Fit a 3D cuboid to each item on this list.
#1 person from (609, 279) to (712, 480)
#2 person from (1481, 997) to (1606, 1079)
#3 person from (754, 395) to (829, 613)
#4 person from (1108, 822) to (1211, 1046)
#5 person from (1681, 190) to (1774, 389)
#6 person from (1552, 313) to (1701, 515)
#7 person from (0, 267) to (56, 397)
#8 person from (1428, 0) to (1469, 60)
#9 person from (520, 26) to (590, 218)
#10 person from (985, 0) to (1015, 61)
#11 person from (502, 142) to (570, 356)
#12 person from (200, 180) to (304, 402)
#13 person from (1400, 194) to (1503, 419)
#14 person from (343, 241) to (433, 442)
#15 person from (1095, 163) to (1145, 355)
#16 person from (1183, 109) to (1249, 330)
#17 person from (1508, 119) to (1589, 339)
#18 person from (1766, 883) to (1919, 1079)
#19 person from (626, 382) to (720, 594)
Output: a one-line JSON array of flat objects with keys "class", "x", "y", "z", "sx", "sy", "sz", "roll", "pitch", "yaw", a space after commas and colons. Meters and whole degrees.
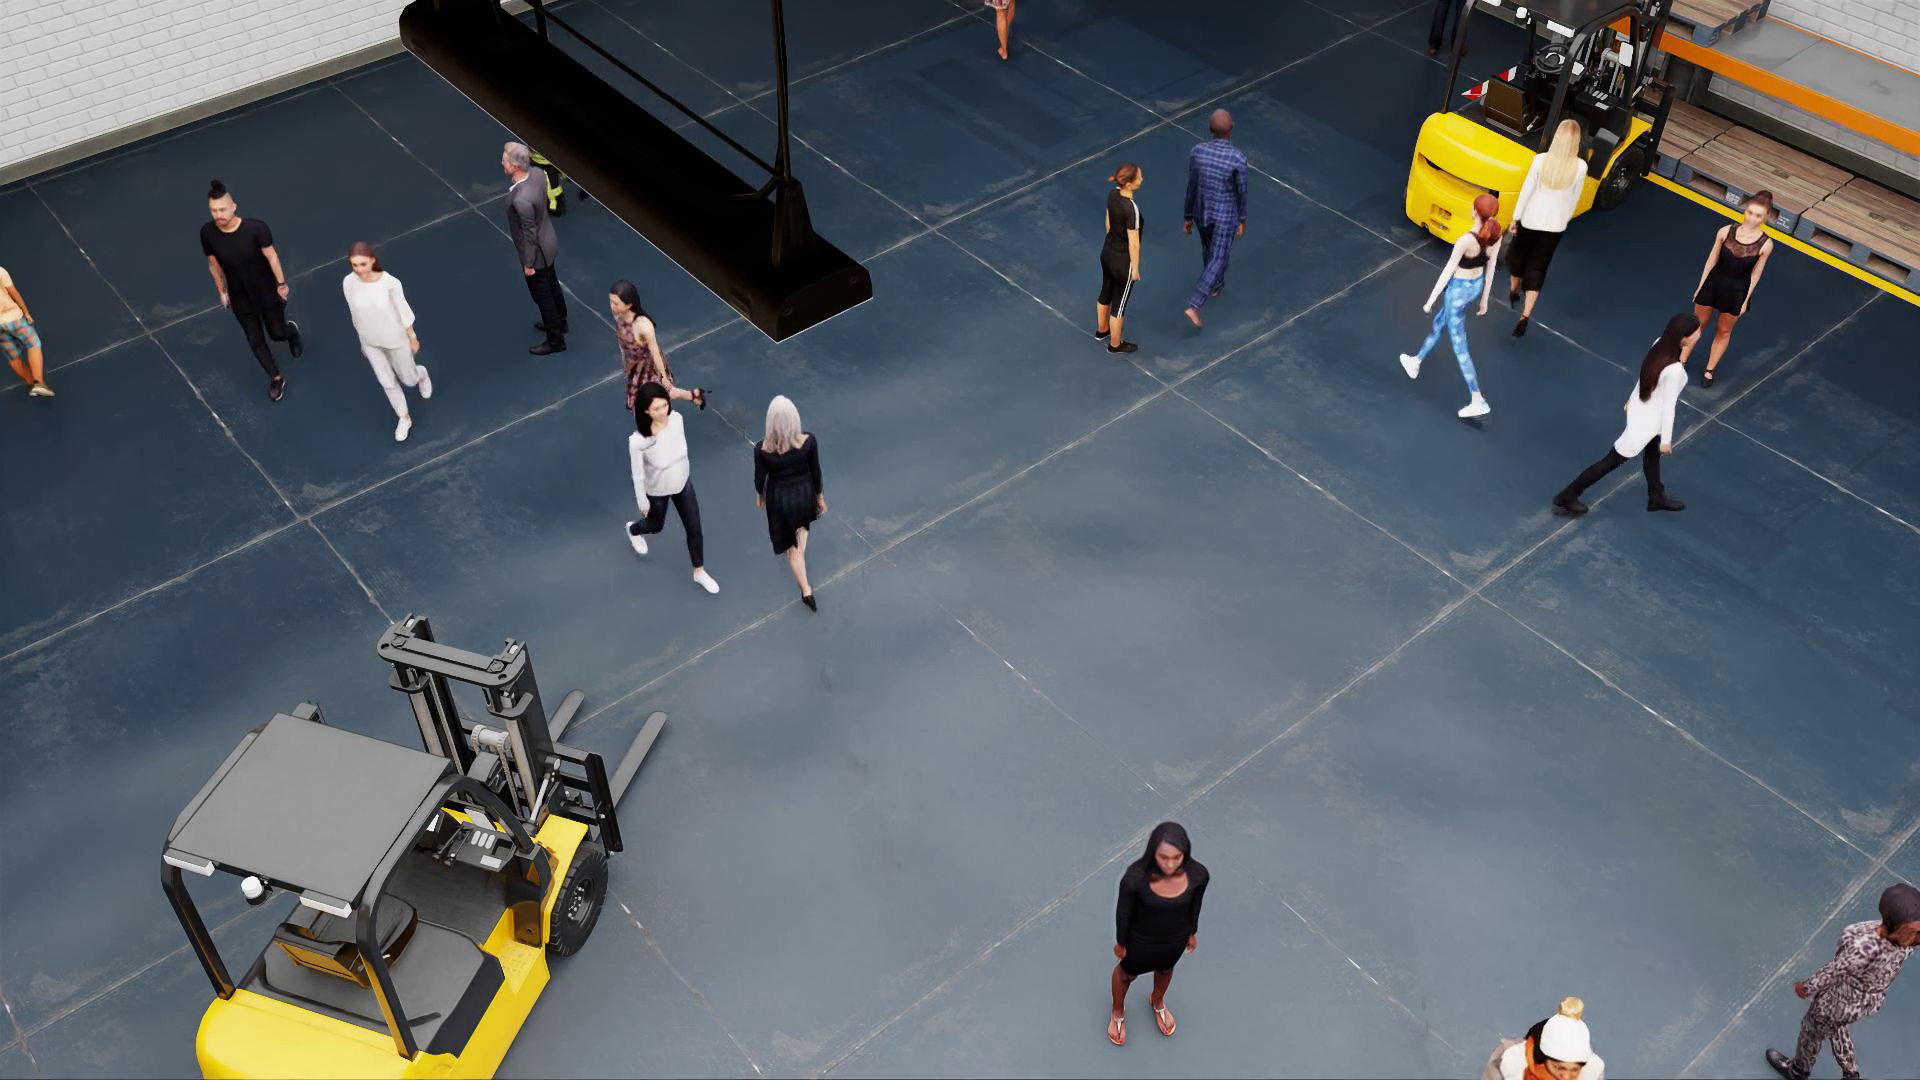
[{"class": "person", "x": -2.206, "y": -1.225, "z": 12.077, "sx": 1.021, "sy": 1.743, "sz": 0.769, "roll": 34, "pitch": 53, "yaw": 30}, {"class": "person", "x": 2.687, "y": 2.677, "z": 7.904, "sx": 1.106, "sy": 1.849, "sz": 1.256, "roll": -2, "pitch": 44, "yaw": -2}, {"class": "person", "x": -1.092, "y": -0.182, "z": 10.990, "sx": 0.758, "sy": 1.732, "sz": 0.867, "roll": -12, "pitch": 45, "yaw": -12}, {"class": "person", "x": 1.021, "y": 2.047, "z": 8.658, "sx": 0.682, "sy": 1.720, "sz": 0.687, "roll": -6, "pitch": 44, "yaw": -6}, {"class": "person", "x": 5.936, "y": -1.941, "z": 12.883, "sx": 0.588, "sy": 1.668, "sz": 0.701, "roll": 24, "pitch": 49, "yaw": 23}, {"class": "person", "x": 4.688, "y": -0.823, "z": 11.645, "sx": 1.227, "sy": 1.757, "sz": 1.147, "roll": 5, "pitch": 44, "yaw": 5}, {"class": "person", "x": -7.319, "y": -1.658, "z": 12.741, "sx": 0.660, "sy": 1.453, "sz": 0.796, "roll": -15, "pitch": 46, "yaw": -15}, {"class": "person", "x": 5.059, "y": -5.753, "z": 16.796, "sx": 0.616, "sy": 1.789, "sz": 0.774, "roll": 21, "pitch": 48, "yaw": 21}, {"class": "person", "x": -3.578, "y": -3.650, "z": 14.573, "sx": 1.072, "sy": 1.811, "sz": 1.014, "roll": 3, "pitch": 44, "yaw": 3}, {"class": "person", "x": 0.475, "y": -5.660, "z": 16.822, "sx": 0.874, "sy": 1.618, "sz": 1.018, "roll": -10, "pitch": 44, "yaw": -10}, {"class": "person", "x": -3.363, "y": -2.325, "z": 13.159, "sx": 0.864, "sy": 1.842, "sz": 0.771, "roll": -2, "pitch": 44, "yaw": -2}, {"class": "person", "x": -5.429, "y": -1.973, "z": 12.785, "sx": 0.949, "sy": 1.850, "sz": 1.049, "roll": -4, "pitch": 44, "yaw": -4}, {"class": "person", "x": 3.860, "y": -1.748, "z": 12.627, "sx": 0.908, "sy": 1.741, "sz": 1.291, "roll": -20, "pitch": 47, "yaw": -20}, {"class": "person", "x": -4.292, "y": -1.562, "z": 12.480, "sx": 0.886, "sy": 1.674, "sz": 0.973, "roll": -1, "pitch": 44, "yaw": -1}, {"class": "person", "x": 1.268, "y": -2.253, "z": 13.210, "sx": 0.695, "sy": 1.668, "sz": 0.532, "roll": -16, "pitch": 46, "yaw": -16}, {"class": "person", "x": 2.039, "y": -2.584, "z": 13.473, "sx": 1.178, "sy": 1.784, "sz": 1.015, "roll": 25, "pitch": 49, "yaw": 24}, {"class": "person", "x": 4.656, "y": -2.447, "z": 13.298, "sx": 1.091, "sy": 1.827, "sz": 1.016, "roll": 14, "pitch": 45, "yaw": 14}, {"class": "person", "x": 4.508, "y": 2.357, "z": 8.344, "sx": 0.693, "sy": 1.705, "sz": 0.813, "roll": -14, "pitch": 45, "yaw": -15}, {"class": "person", "x": -2.046, "y": -0.398, "z": 11.258, "sx": 1.092, "sy": 1.675, "sz": 0.714, "roll": 33, "pitch": 53, "yaw": 30}]
